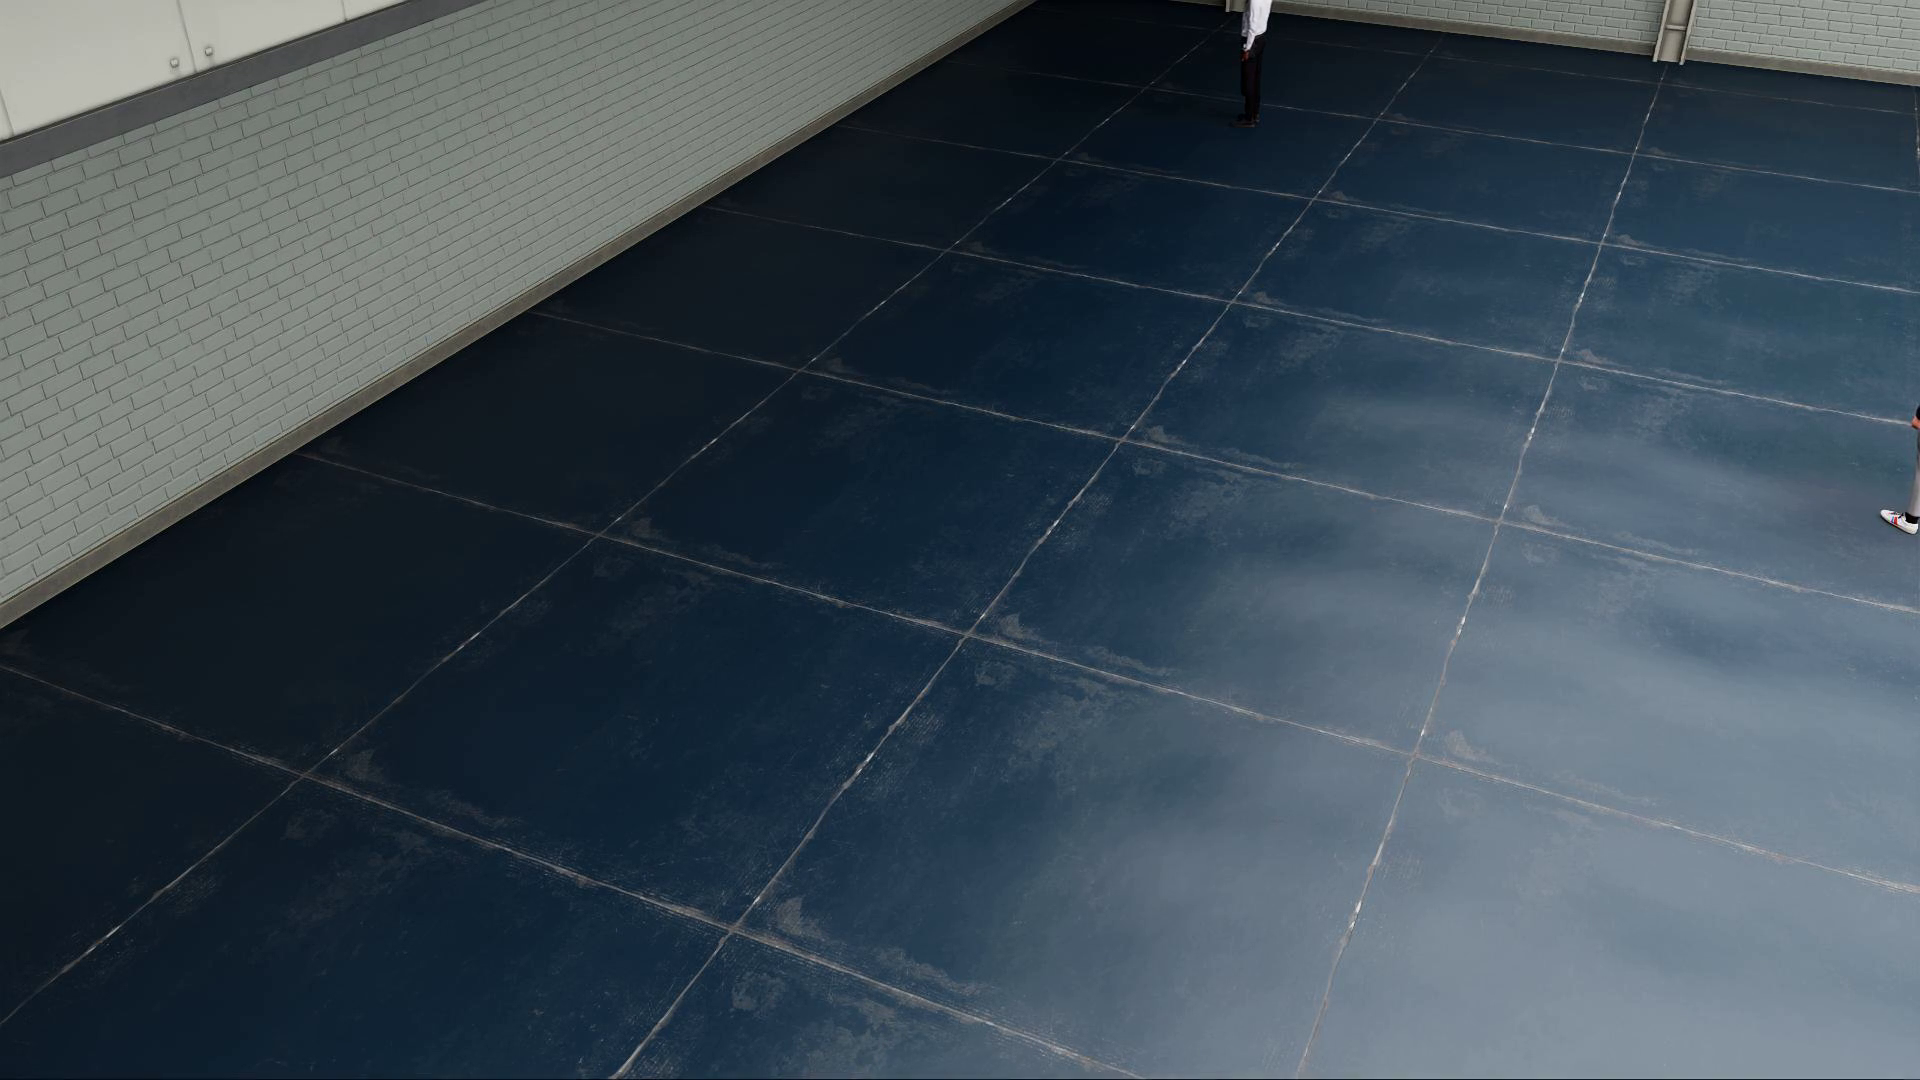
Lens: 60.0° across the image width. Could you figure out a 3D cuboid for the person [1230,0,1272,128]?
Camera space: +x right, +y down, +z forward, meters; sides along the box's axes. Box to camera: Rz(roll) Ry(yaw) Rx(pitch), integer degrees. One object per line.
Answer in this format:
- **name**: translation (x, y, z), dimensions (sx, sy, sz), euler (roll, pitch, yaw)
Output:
- **person**: translation (3.483, -5.853, 19.773), dimensions (0.530, 1.835, 0.656), euler (16, 36, 24)
